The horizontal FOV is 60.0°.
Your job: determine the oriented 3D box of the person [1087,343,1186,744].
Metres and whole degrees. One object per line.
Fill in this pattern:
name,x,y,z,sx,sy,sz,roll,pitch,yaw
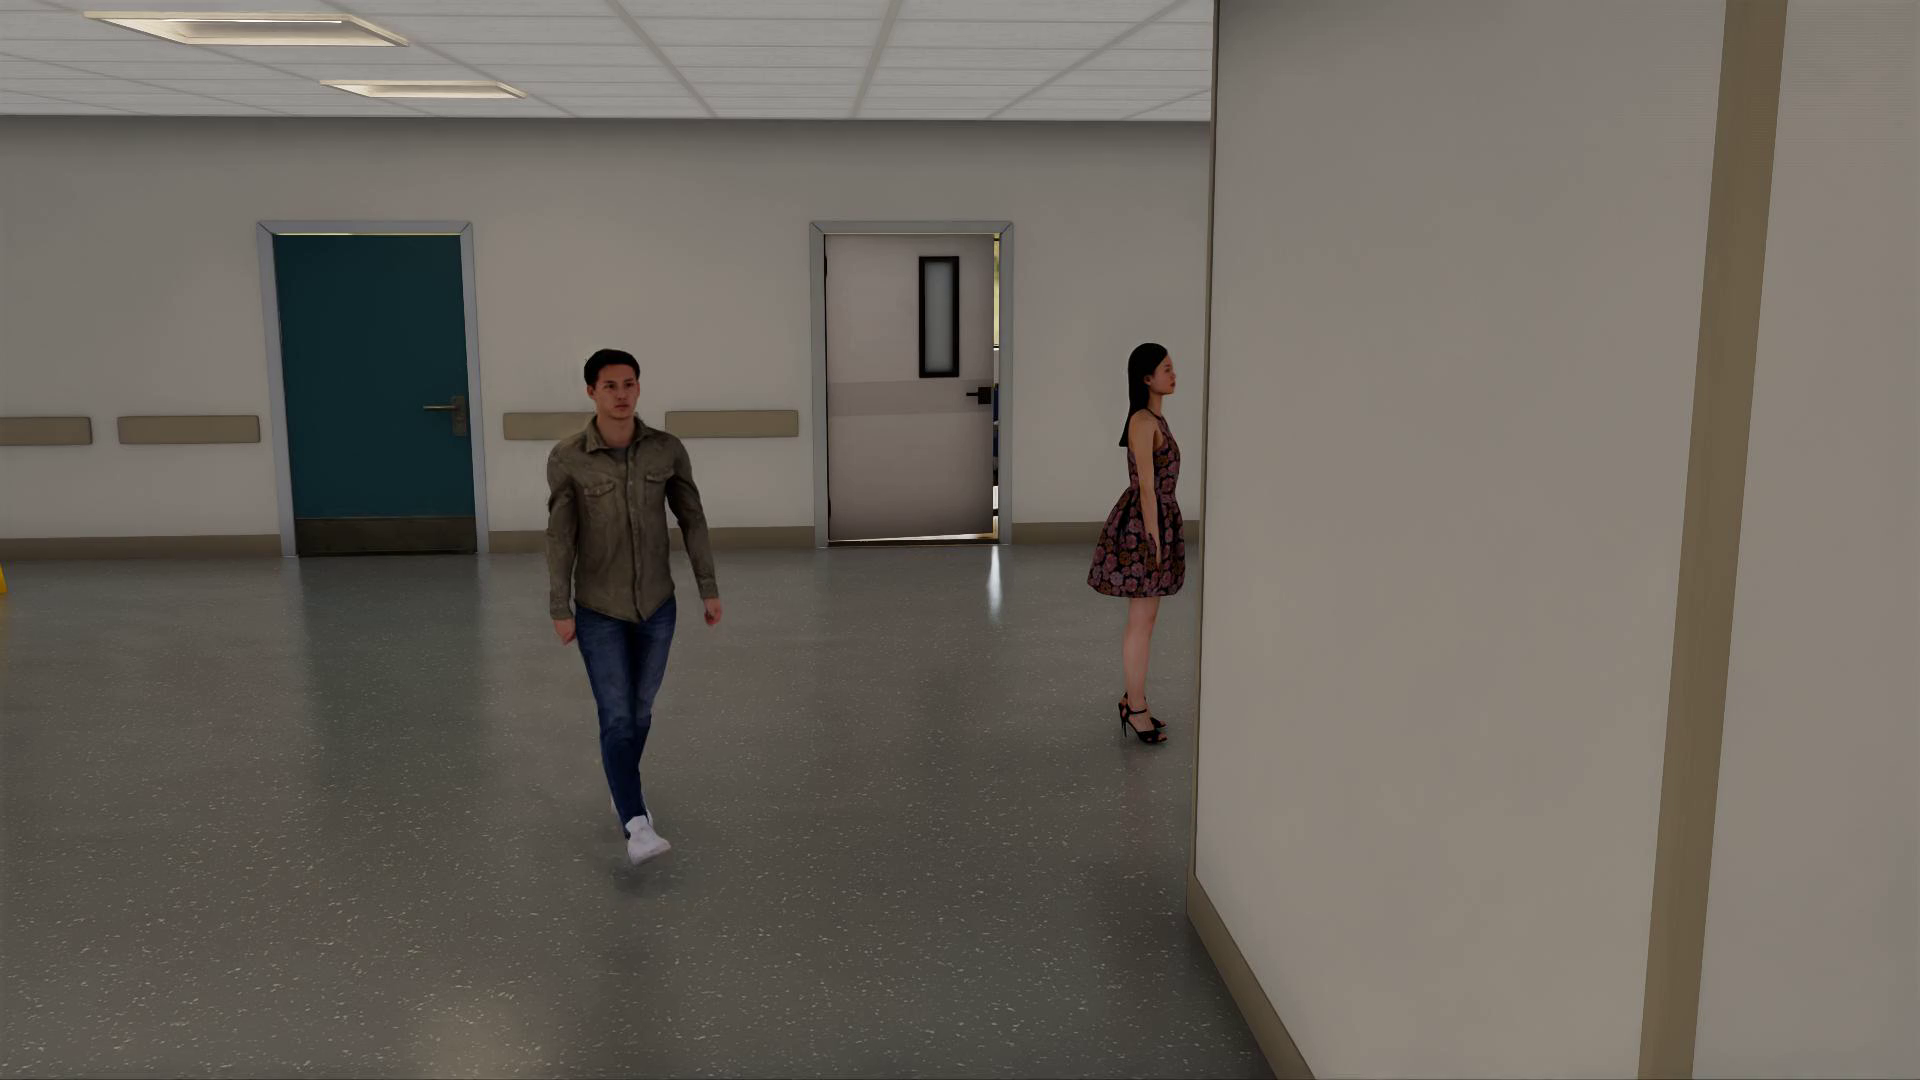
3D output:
person,0.839,0.010,7.415,0.746,1.775,0.731,2,11,9

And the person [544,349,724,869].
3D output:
person,-1.246,0.237,6.105,1.185,1.818,1.097,-7,13,-31
